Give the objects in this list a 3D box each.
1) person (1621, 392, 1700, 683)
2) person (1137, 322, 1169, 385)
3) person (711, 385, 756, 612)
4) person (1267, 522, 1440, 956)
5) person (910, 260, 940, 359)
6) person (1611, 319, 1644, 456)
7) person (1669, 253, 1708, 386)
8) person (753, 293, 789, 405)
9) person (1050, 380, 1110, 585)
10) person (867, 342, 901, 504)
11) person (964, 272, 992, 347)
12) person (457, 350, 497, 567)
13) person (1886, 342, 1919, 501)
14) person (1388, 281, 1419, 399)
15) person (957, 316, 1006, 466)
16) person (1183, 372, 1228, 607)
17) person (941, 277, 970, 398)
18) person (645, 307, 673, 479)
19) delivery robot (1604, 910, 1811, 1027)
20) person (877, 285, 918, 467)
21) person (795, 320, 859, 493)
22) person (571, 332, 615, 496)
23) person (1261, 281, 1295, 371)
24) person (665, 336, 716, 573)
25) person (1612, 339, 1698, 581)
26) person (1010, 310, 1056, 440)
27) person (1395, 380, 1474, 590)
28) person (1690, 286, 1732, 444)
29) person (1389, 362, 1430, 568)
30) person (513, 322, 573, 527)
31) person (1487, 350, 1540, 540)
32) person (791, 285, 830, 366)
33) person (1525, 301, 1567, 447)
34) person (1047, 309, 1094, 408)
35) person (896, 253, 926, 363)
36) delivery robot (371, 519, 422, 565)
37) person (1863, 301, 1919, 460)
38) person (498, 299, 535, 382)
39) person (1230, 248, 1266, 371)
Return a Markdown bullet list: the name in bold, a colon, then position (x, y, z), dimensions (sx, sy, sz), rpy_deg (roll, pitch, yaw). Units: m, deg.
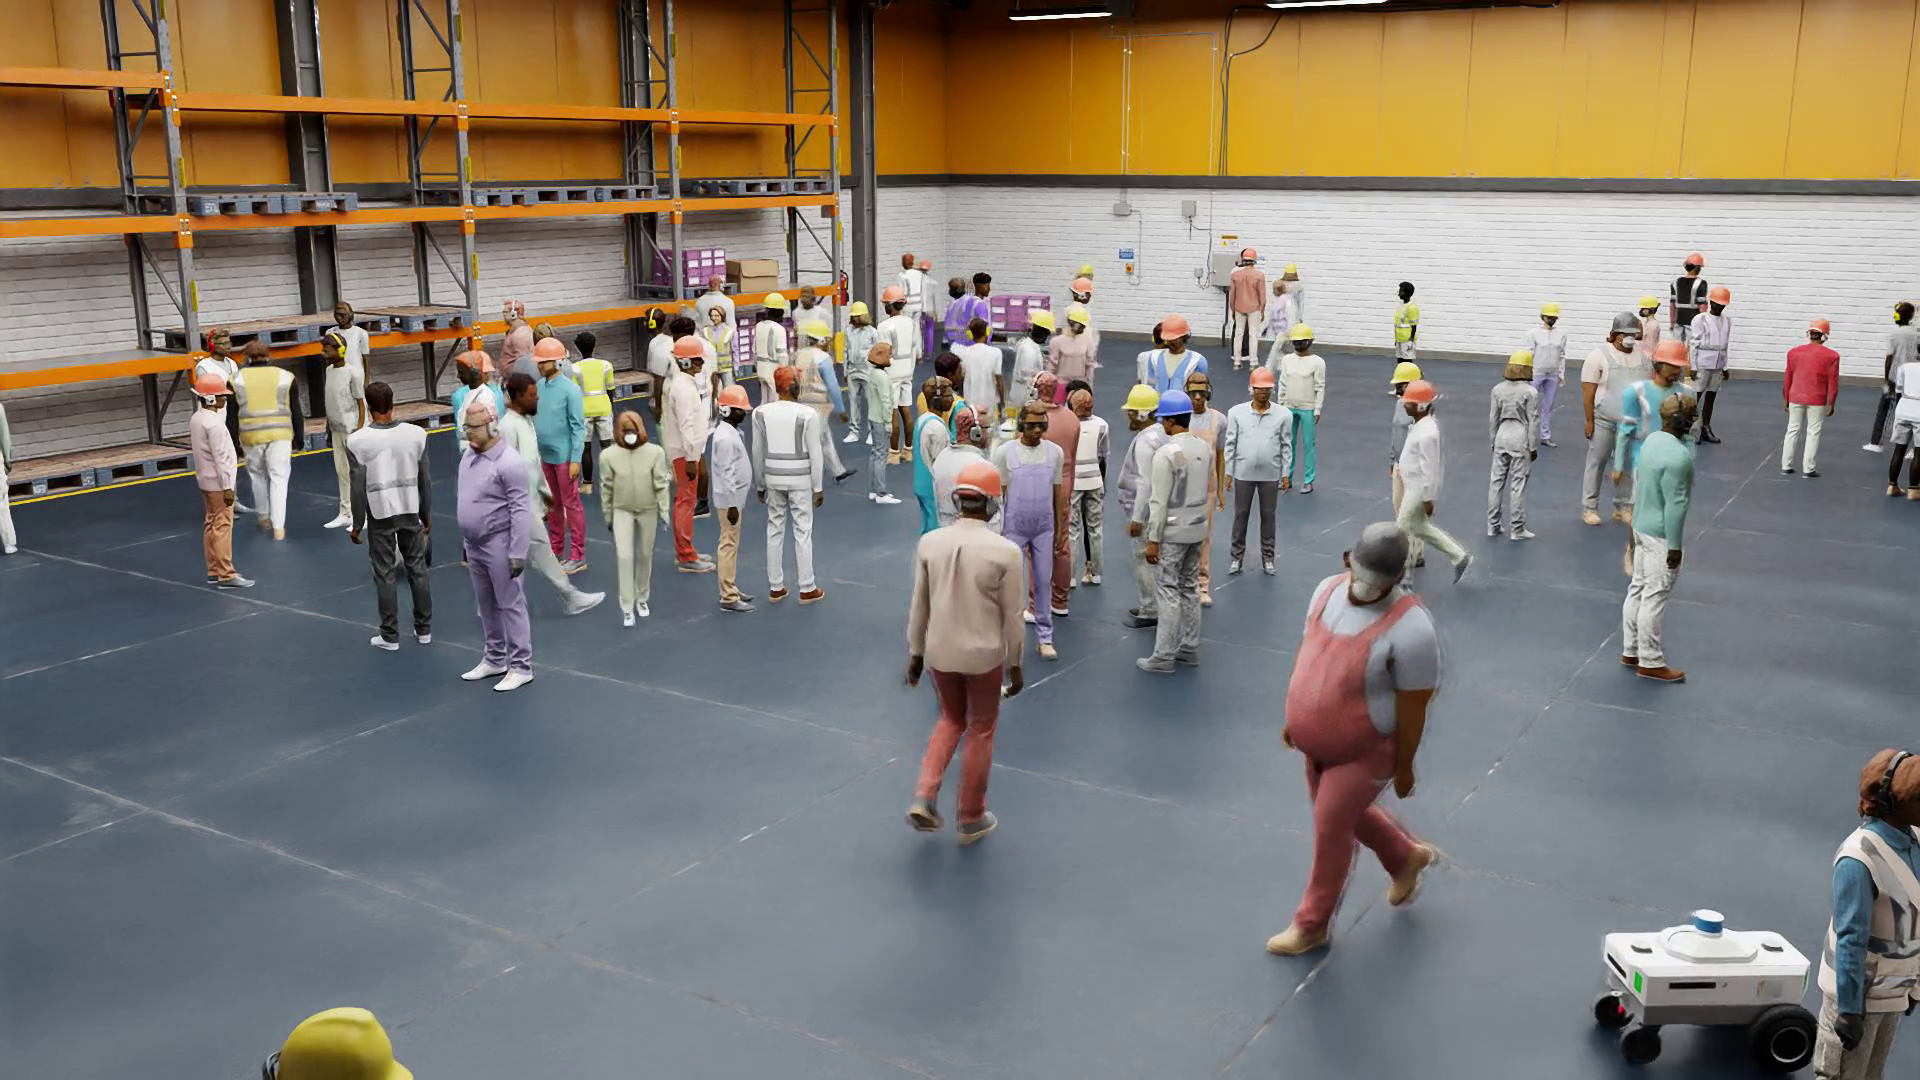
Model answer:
- **person**: position (4.698, -0.028, 11.150), dimensions (0.376, 1.940, 0.629), rpy_deg (1, 13, 4)
- **person**: position (1.976, -1.250, 16.643), dimensions (0.524, 1.857, 0.337), rpy_deg (12, 17, 41)
- **person**: position (-1.745, -0.326, 12.860), dimensions (0.331, 1.747, 0.561), rpy_deg (-1, 13, -6)
- **person**: position (1.794, 0.809, 7.299), dimensions (0.865, 2.000, 0.711), rpy_deg (-5, 14, -22)
- **person**: position (-0.625, -3.962, 28.677), dimensions (0.580, 1.724, 0.712), rpy_deg (3, 13, 12)
- **person**: position (7.750, -1.753, 19.301), dimensions (0.284, 1.633, 0.497), rpy_deg (-1, 13, -3)
- **person**: position (11.017, -3.291, 25.123), dimensions (0.389, 2.037, 0.654), rpy_deg (-8, 15, -30)
- **person**: position (-2.150, -1.895, 19.273), dimensions (0.384, 1.924, 0.593), rpy_deg (-10, 16, -37)
- **person**: position (0.955, -0.474, 13.619), dimensions (0.529, 1.695, 0.321), rpy_deg (6, 14, 25)
- **person**: position (-0.787, -1.187, 16.848), dimensions (0.284, 1.633, 0.499), rpy_deg (-4, 14, -17)
- **person**: position (0.246, -2.582, 22.180), dimensions (0.372, 1.962, 0.603), rpy_deg (-4, 14, -17)
- **person**: position (-4.044, -0.657, 13.994), dimensions (0.356, 1.887, 0.574), rpy_deg (-7, 15, -26)
- **person**: position (9.760, -1.237, 16.951), dimensions (0.320, 1.686, 0.539), rpy_deg (-6, 14, -25)
- **person**: position (6.458, -2.904, 24.152), dimensions (0.317, 1.697, 0.540), rpy_deg (-2, 13, -9)
- **person**: position (0.231, -1.385, 17.226), dimensions (0.536, 1.850, 0.372), rpy_deg (4, 14, 17)
- **person**: position (1.815, -0.388, 12.915), dimensions (0.506, 1.846, 0.351), rpy_deg (0, 13, -2)
- **person**: position (-0.069, -2.748, 23.209), dimensions (0.592, 1.821, 0.635), rpy_deg (-3, 13, -14)
- **person**: position (-3.255, -1.587, 18.067), dimensions (0.309, 1.868, 0.534), rpy_deg (2, 13, 10)
- **delivery robot**: position (2.913, 1.692, 6.517), dimensions (0.707, 0.478, 0.477), rpy_deg (0, 13, -1)
- **person**: position (-0.743, -1.854, 18.842), dimensions (0.377, 2.044, 0.607), rpy_deg (10, 16, 36)
- **person**: position (-1.400, -1.398, 17.421), dimensions (0.915, 1.788, 0.599), rpy_deg (-8, 15, -31)
- **person**: position (-3.815, -1.302, 17.213), dimensions (0.529, 1.694, 0.321), rpy_deg (-9, 16, -35)
- **person**: position (4.960, -3.211, 25.741), dimensions (0.929, 1.579, 0.511), rpy_deg (-3, 13, -14)
- **person**: position (-2.287, -0.729, 14.068), dimensions (0.390, 1.995, 0.613), rpy_deg (-2, 13, -10)
- **person**: position (5.667, -0.617, 13.512), dimensions (0.655, 2.019, 0.426), rpy_deg (-1, 13, -5)
- **person**: position (0.787, -1.488, 17.606), dimensions (0.677, 1.876, 0.615), rpy_deg (2, 13, 8)
- **person**: position (3.768, -0.430, 13.345), dimensions (0.714, 1.730, 0.573), rpy_deg (4, 13, 15)
- **person**: position (9.153, -2.126, 20.277), dimensions (0.543, 1.927, 0.375), rpy_deg (-4, 14, -16)
- **person**: position (3.817, -0.644, 14.240), dimensions (0.342, 1.754, 0.531), rpy_deg (-3, 13, -13)
- **person**: position (-3.889, -1.083, 15.727), dimensions (0.627, 1.940, 0.372), rpy_deg (4, 13, 16)
- **person**: position (5.096, -0.877, 15.274), dimensions (0.310, 1.739, 0.483), rpy_deg (-10, 16, -38)
- **person**: position (-1.940, -2.475, 22.015), dimensions (0.543, 1.824, 0.583), rpy_deg (4, 14, 17)
- **person**: position (7.041, -1.987, 20.028), dimensions (0.522, 1.768, 0.311), rpy_deg (-2, 13, -9)
- **person**: position (1.281, -1.814, 19.329), dimensions (0.580, 1.750, 0.395), rpy_deg (-4, 14, -18)
- **person**: position (-0.834, -3.926, 28.215), dimensions (0.595, 1.864, 0.450), rpy_deg (-12, 18, -43)
- **delivery robot**: position (-4.749, -0.034, 14.004), dimensions (0.477, 0.478, 0.707), rpy_deg (-2, 13, -10)
- **person**: position (10.995, -1.865, 19.394), dimensions (0.508, 1.830, 0.976), rpy_deg (0, 13, 1)
- **person**: position (-4.941, -1.731, 18.607), dimensions (0.407, 1.909, 0.640), rpy_deg (-2, 13, -9)
- **person**: position (4.729, -3.781, 27.301), dimensions (0.614, 1.997, 0.373), rpy_deg (7, 15, 29)
